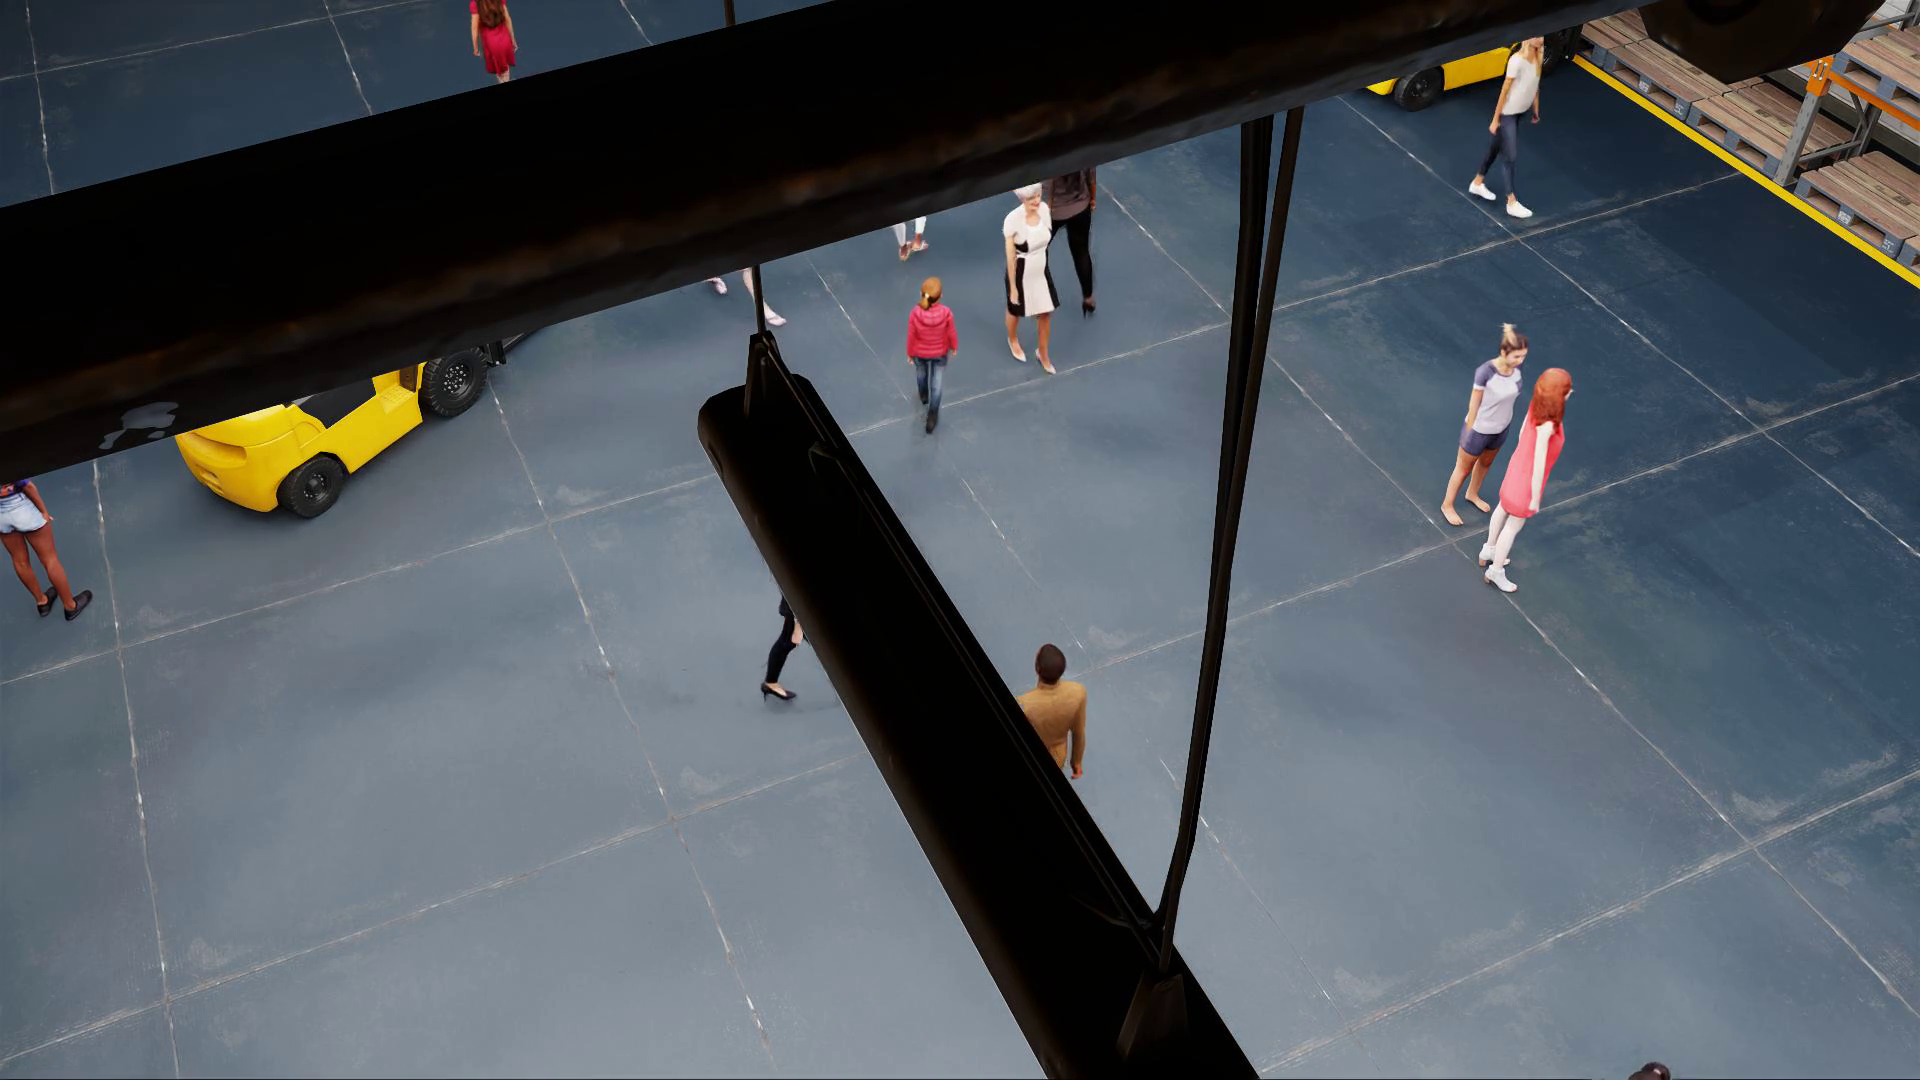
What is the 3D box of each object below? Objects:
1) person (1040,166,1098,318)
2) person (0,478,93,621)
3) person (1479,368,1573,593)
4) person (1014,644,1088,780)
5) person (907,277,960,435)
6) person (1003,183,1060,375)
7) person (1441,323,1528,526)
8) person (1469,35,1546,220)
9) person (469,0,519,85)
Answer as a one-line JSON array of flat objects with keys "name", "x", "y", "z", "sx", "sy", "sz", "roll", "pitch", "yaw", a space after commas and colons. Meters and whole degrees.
[{"name": "person", "x": 0.903, "y": -2.613, "z": 13.645, "sx": 0.748, "sy": 1.801, "sz": 0.966, "roll": -12, "pitch": 45, "yaw": -13}, {"name": "person", "x": -6.317, "y": -0.163, "z": 11.116, "sx": 0.660, "sy": 1.742, "sz": 0.668, "roll": 1, "pitch": 44, "yaw": 2}, {"name": "person", "x": 3.844, "y": -0.425, "z": 11.329, "sx": 0.732, "sy": 1.827, "sz": 0.622, "roll": 5, "pitch": 44, "yaw": 5}, {"name": "person", "x": 0.488, "y": 1.351, "z": 9.503, "sx": 0.638, "sy": 1.776, "sz": 1.170, "roll": -17, "pitch": 46, "yaw": -17}, {"name": "person", "x": -0.227, "y": -1.383, "z": 12.720, "sx": 0.755, "sy": 1.297, "sz": 0.888, "roll": 2, "pitch": 44, "yaw": 2}, {"name": "person", "x": 0.475, "y": -2.141, "z": 13.198, "sx": 0.684, "sy": 1.735, "sz": 0.815, "roll": -23, "pitch": 48, "yaw": -23}, {"name": "person", "x": 3.767, "y": -0.832, "z": 11.897, "sx": 0.591, "sy": 1.633, "sz": 0.528, "roll": -21, "pitch": 47, "yaw": -21}, {"name": "person", "x": 4.876, "y": -3.846, "z": 14.949, "sx": 0.825, "sy": 1.788, "sz": 1.039, "roll": -34, "pitch": 53, "yaw": -30}, {"name": "person", "x": -4.459, "y": -4.786, "z": 16.115, "sx": 0.679, "sy": 1.540, "sz": 0.846, "roll": -31, "pitch": 52, "yaw": -28}]
